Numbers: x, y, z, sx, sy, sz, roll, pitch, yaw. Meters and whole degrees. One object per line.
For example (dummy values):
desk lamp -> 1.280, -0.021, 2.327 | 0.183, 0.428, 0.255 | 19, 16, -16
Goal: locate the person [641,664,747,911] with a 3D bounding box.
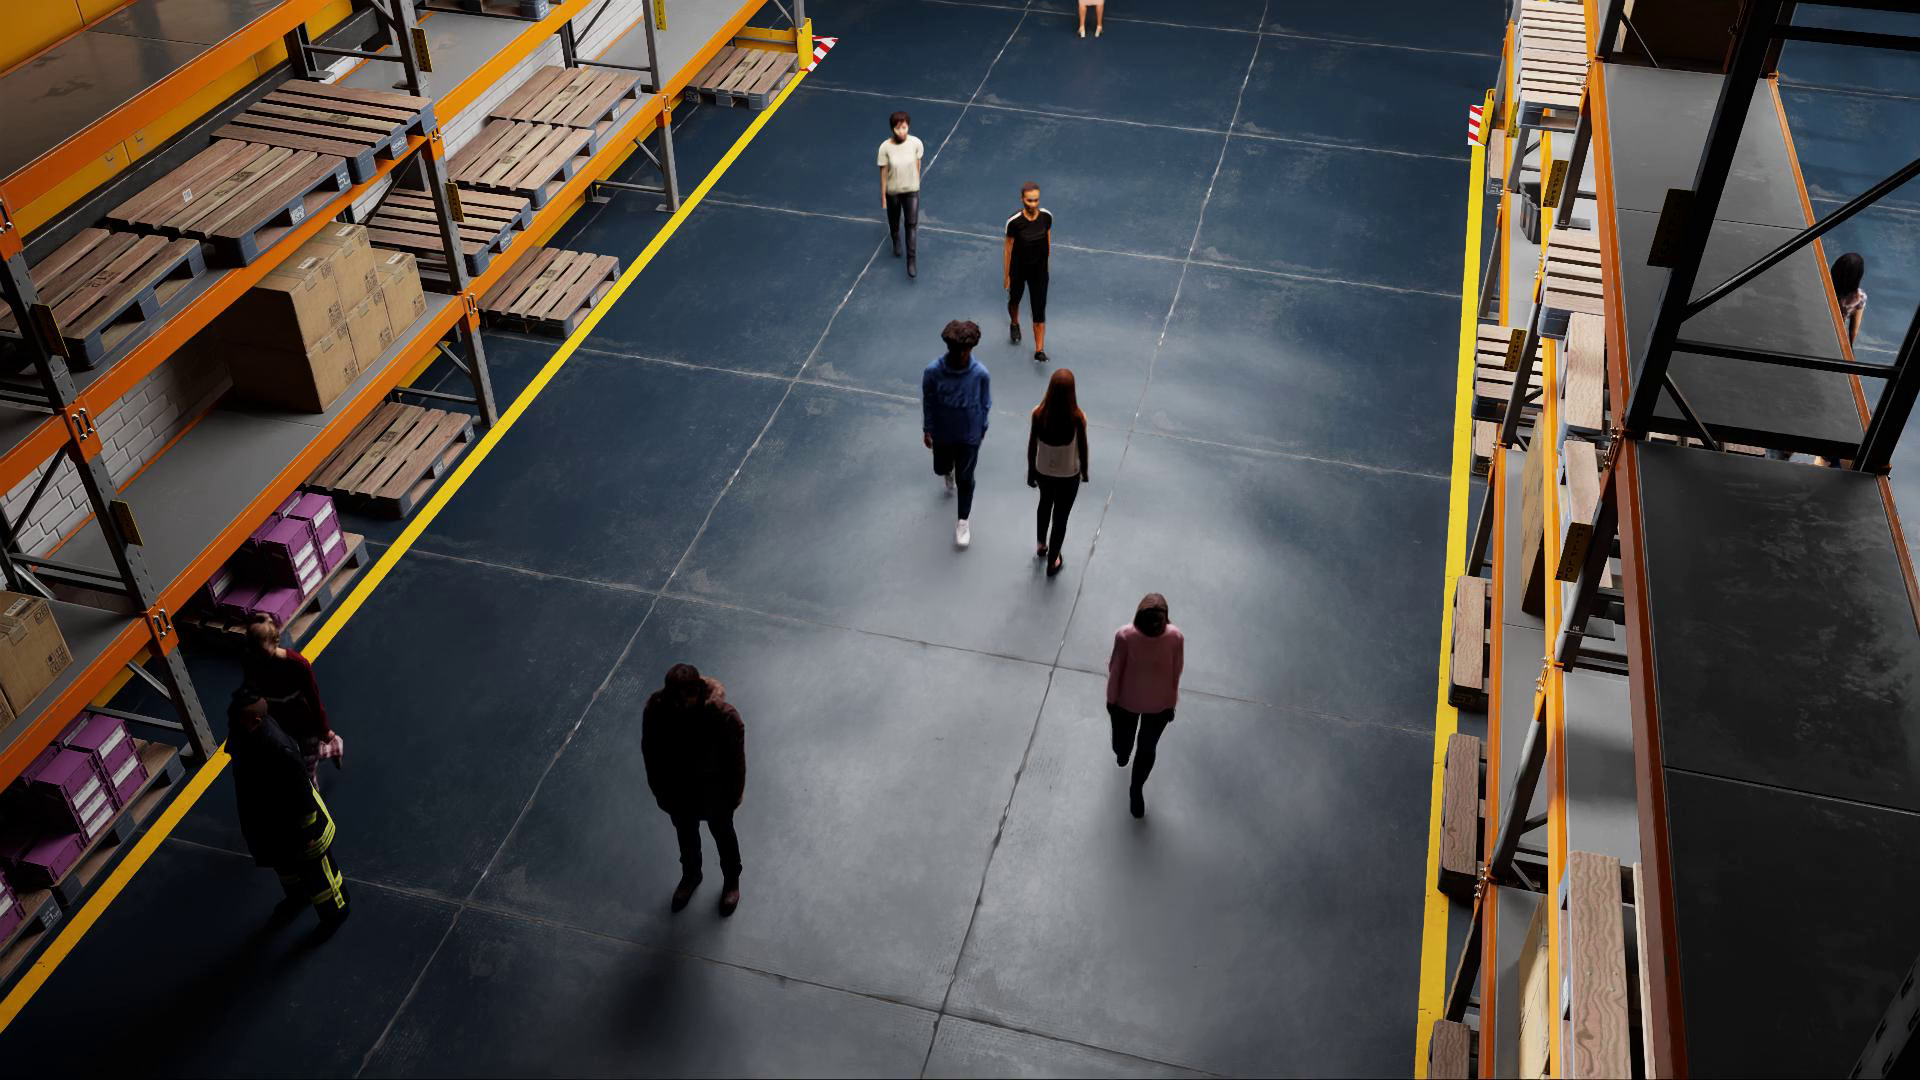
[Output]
person -> -1.514, 1.412, 9.614 | 0.781, 1.847, 0.703 | 5, 39, 7

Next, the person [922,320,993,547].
person -> -0.032, -0.888, 12.544 | 0.757, 1.783, 1.092 | 4, 39, 5

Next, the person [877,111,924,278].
person -> -0.574, -3.340, 15.804 | 0.857, 1.546, 1.076 | -6, 39, -7

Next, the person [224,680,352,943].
person -> -3.860, 1.522, 9.464 | 0.849, 1.860, 0.833 | 25, 45, 28

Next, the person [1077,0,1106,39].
person -> 1.610, -7.023, 20.187 | 0.641, 1.831, 0.589 | 1, 39, 1

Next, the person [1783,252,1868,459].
person -> 6.845, -1.432, 13.299 | 0.642, 1.691, 1.047 | 10, 40, 12

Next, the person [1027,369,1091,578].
person -> 0.678, -0.437, 12.038 | 0.607, 1.710, 0.629 | 15, 41, 18

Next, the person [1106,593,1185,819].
person -> 1.127, 0.945, 10.331 | 0.729, 1.680, 0.881 | 0, 39, 0

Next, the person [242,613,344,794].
person -> -4.050, 1.068, 10.174 | 0.667, 1.683, 0.898 | 8, 39, 10

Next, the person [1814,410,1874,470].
person -> 5.955, -0.200, 11.702 | 1.031, 1.759, 1.255 | -10, 40, -12

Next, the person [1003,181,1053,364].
person -> 0.559, -2.414, 14.579 | 0.932, 1.627, 1.175 | -8, 39, -10
